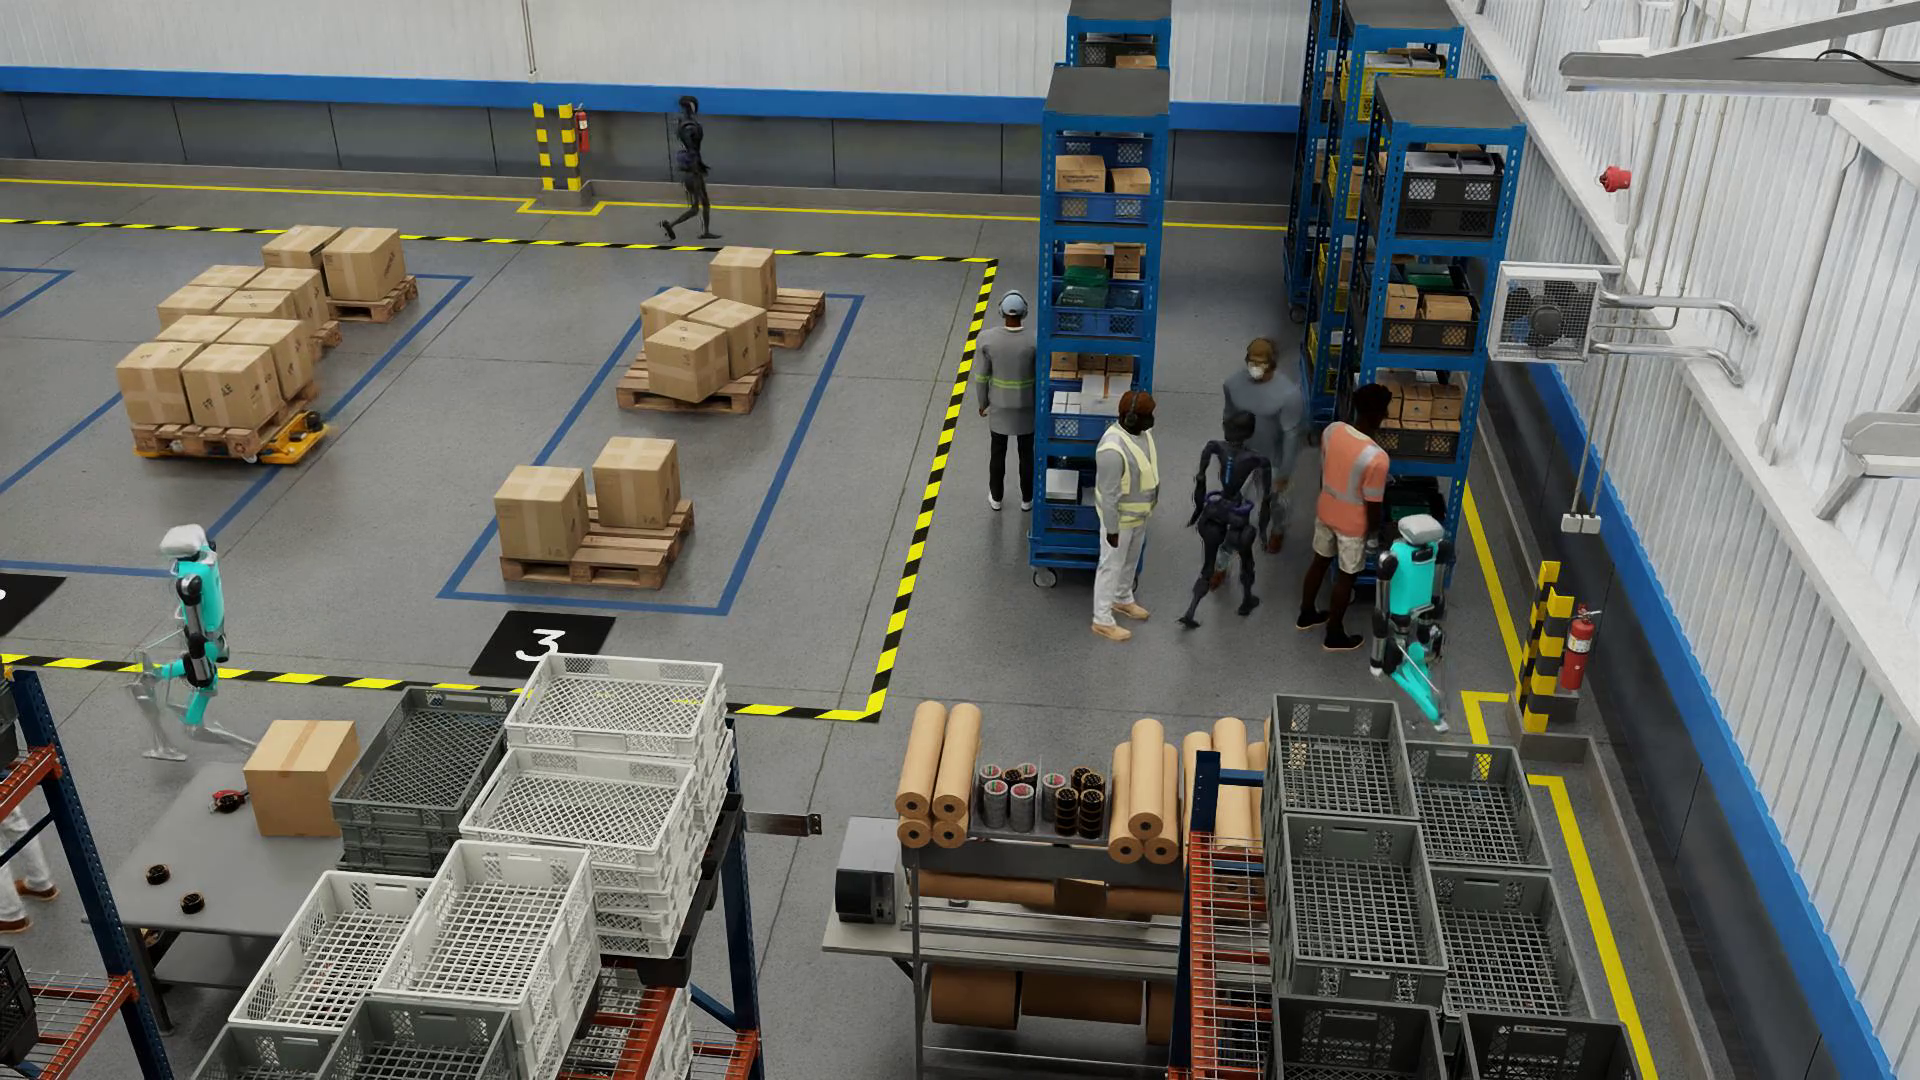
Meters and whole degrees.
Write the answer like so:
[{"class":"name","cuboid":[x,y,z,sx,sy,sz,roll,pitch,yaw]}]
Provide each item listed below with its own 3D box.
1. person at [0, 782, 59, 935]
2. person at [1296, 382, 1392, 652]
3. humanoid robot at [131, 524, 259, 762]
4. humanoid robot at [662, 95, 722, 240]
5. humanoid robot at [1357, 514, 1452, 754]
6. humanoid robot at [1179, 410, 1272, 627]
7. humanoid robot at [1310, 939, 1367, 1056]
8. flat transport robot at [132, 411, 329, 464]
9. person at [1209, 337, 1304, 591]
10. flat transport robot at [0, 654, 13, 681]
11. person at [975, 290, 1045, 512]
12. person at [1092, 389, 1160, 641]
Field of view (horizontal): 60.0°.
[{"class":"person","cuboid":[-5.276,1.282,8.880,0.363,1.878,0.579,4,30,6]},{"class":"person","cuboid":[2.638,-0.164,11.291,0.398,1.953,0.617,-15,33,-23]},{"class":"humanoid robot","cuboid":[-4.736,0.728,10.022,1.058,1.766,0.544,-5,31,-9]},{"class":"humanoid robot","cuboid":[-3.003,-4.100,18.334,0.592,1.640,0.601,-2,30,-4]},{"class":"humanoid robot","cuboid":[2.811,0.760,9.946,0.534,1.764,1.022,-16,34,-25]},{"class":"humanoid robot","cuboid":[1.853,-0.134,11.555,0.606,1.653,0.697,18,35,28]},{"class":"humanoid robot","cuboid":[1.714,2.317,7.326,0.649,1.623,0.616,-7,31,-12]},{"class":"flat transport robot","cuboid":[-6.235,-0.916,14.220,1.431,0.197,0.652,3,30,6]},{"class":"person","cuboid":[2.197,-0.631,12.148,0.645,1.903,0.987,18,35,28]},{"class":"flat transport robot","cuboid":[-7.142,0.969,11.010,1.431,0.231,0.659,3,30,6]},{"class":"person","cuboid":[0.416,-1.080,12.955,0.588,1.852,0.370,3,30,5]},{"class":"person","cuboid":[1.151,-0.192,11.453,0.429,1.837,0.632,17,34,26]}]
